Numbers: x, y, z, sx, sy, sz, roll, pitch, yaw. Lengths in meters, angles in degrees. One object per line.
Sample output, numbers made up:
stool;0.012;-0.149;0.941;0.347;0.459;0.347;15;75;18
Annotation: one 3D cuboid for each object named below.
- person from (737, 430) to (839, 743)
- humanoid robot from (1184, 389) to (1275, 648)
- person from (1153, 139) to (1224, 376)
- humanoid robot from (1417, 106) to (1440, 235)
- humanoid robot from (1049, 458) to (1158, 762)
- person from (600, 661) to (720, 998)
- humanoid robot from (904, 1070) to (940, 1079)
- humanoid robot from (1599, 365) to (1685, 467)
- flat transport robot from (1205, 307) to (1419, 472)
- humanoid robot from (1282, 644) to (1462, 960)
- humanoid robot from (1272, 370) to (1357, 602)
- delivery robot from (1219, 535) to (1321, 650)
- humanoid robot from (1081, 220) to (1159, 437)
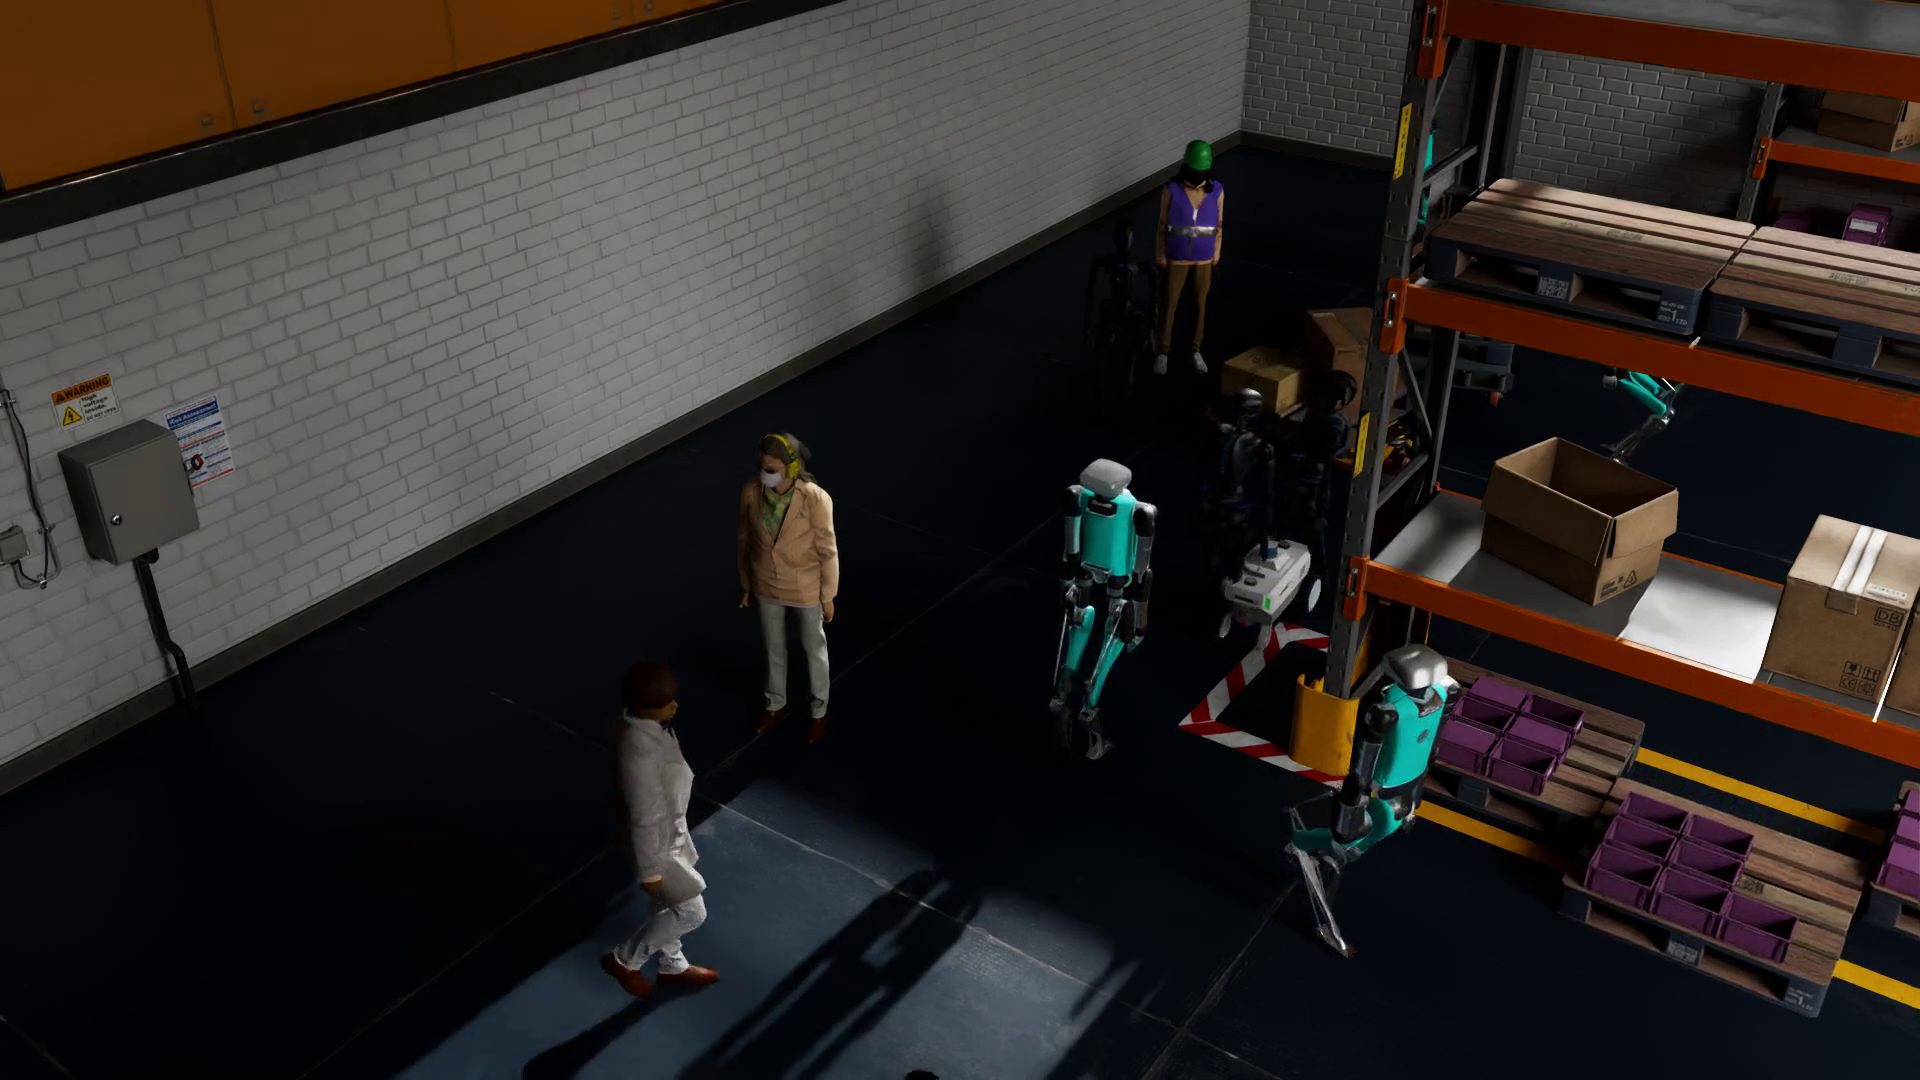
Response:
person;-0.921;0.244;9.011;0.563;1.874;0.390;9;31;16
humanoid robot;1.562;-0.130;9.877;0.589;1.655;0.404;25;38;36
person;1.820;-2.266;13.310;0.529;1.928;0.410;-3;30;-5
humanoid robot;4.279;-2.919;14.693;1.021;1.777;0.533;20;36;31
humanoid robot;0.662;0.494;8.745;0.539;1.825;0.662;17;34;28
person;-1.323;1.288;7.256;0.453;1.819;0.533;-2;30;-3
humanoid robot;-0.178;2.431;5.420;0.603;1.635;0.482;4;30;8
humanoid robot;4.820;-1.278;11.652;0.735;1.677;0.533;19;35;29
flat transport robot;2.629;-0.882;12.570;1.431;0.231;0.659;26;39;37
humanoid robot;1.766;1.203;7.600;0.550;1.895;0.750;-19;35;-29
humanoid robot;2.123;-0.302;10.216;0.749;1.625;0.612;0;30;-1
delivery robot;1.887;0.265;10.262;0.499;0.563;0.738;17;34;27
humanoid robot;1.201;-1.572;12.360;0.589;1.653;0.326;6;30;10
